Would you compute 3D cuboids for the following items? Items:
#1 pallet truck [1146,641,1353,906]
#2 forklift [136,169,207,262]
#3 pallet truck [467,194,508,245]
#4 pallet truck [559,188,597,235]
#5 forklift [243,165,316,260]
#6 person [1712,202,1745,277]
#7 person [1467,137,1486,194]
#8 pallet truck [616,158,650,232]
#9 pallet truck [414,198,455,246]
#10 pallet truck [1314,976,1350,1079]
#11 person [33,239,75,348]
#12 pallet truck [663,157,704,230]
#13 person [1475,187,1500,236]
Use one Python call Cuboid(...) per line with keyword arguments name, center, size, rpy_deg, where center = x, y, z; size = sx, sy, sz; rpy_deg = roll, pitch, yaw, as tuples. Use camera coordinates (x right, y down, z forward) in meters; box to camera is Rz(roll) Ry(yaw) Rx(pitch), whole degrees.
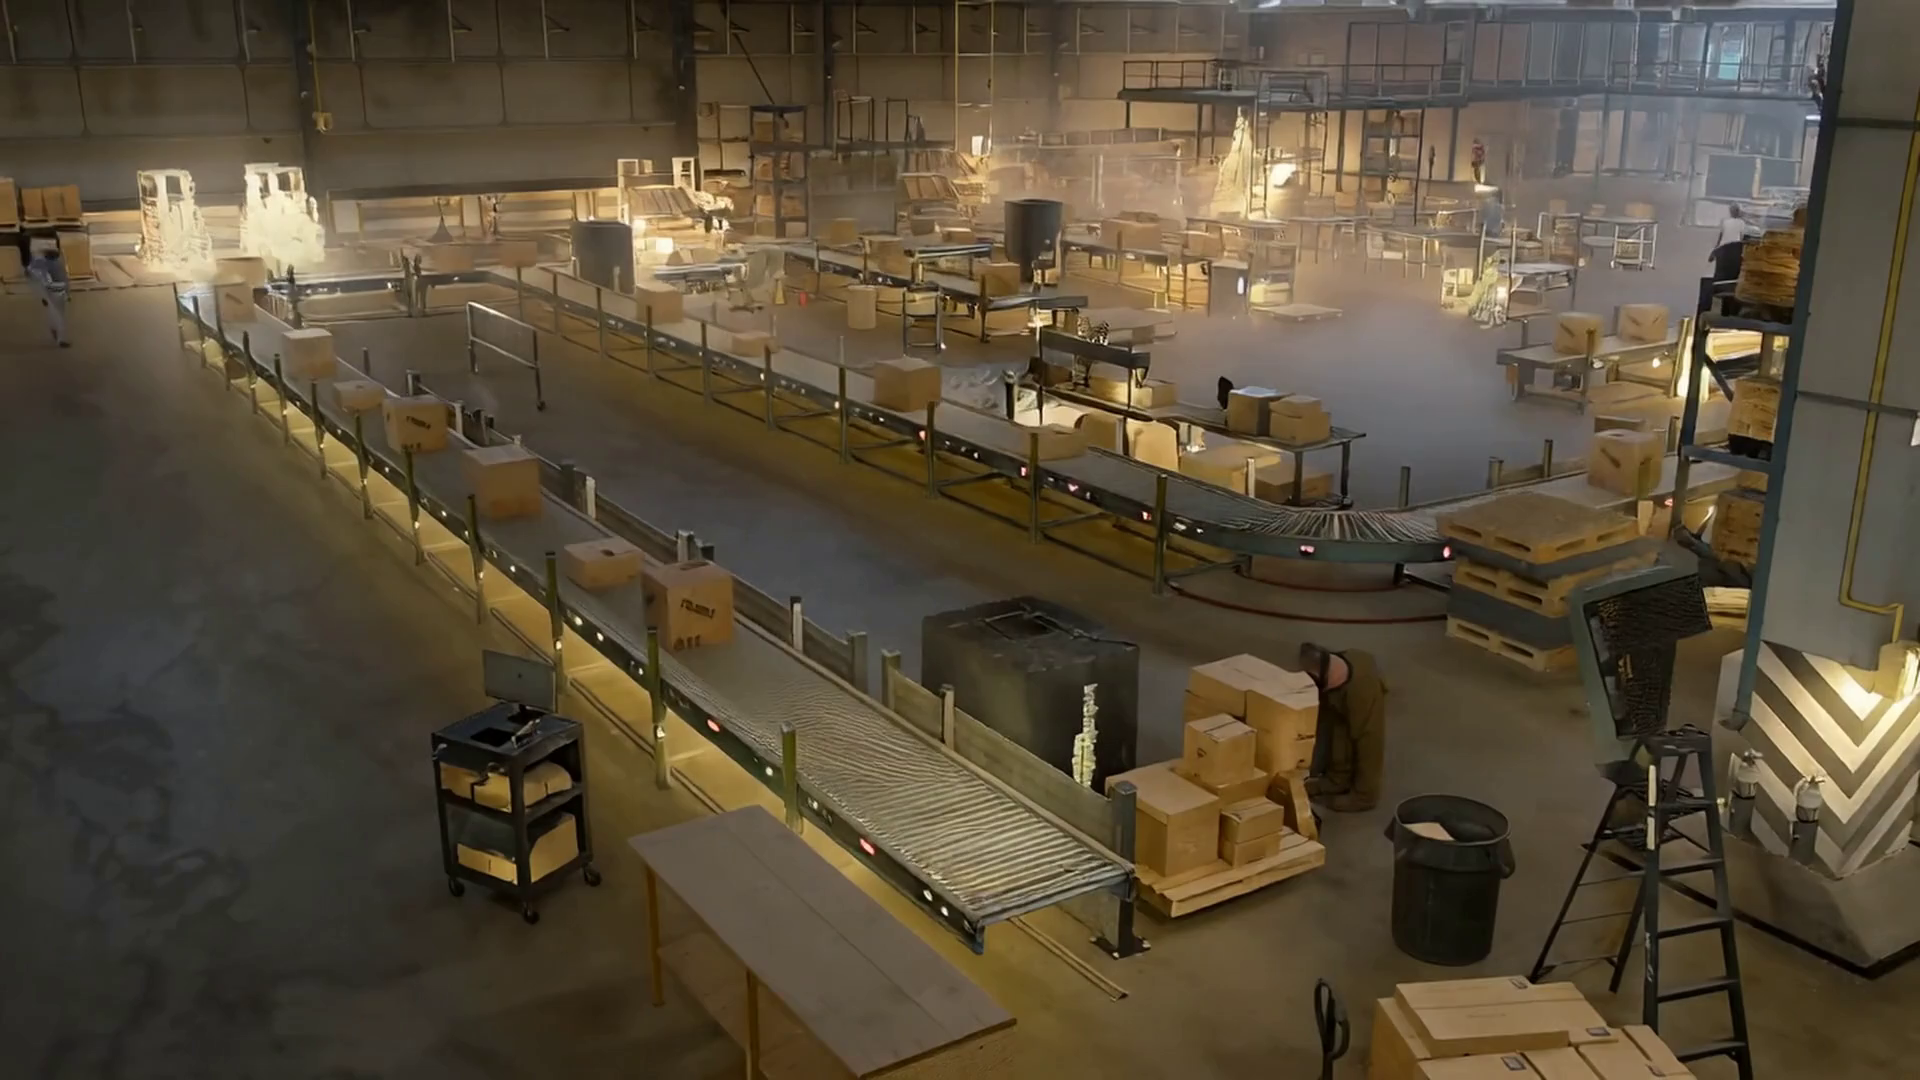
Cuboid(name="pallet truck", center=(1.664, 1.407, 10.232), size=(1.630, 1.274, 0.653), rpy_deg=(-10, 20, -31))
Cuboid(name="forklift", center=(-17.842, -7.318, 37.559), size=(1.157, 1.987, 2.680), rpy_deg=(-10, 20, -31))
Cuboid(name="pallet truck", center=(-11.983, -8.177, 42.137), size=(0.704, 1.261, 1.522), rpy_deg=(-11, 20, -33))
Cuboid(name="pallet truck", center=(-10.010, -8.652, 43.699), size=(0.653, 1.274, 1.630), rpy_deg=(-10, 20, -31))
Cuboid(name="forklift", center=(-15.898, -7.669, 38.708), size=(1.157, 1.987, 2.680), rpy_deg=(-11, 20, -33))
Cuboid(name="person", center=(15.523, -5.893, 33.592), size=(0.697, 1.849, 0.523), rpy_deg=(-14, 22, -38))
Cuboid(name="person", center=(17.226, -12.544, 55.687), size=(0.603, 1.859, 0.782), rpy_deg=(-6, 18, -20))
Cuboid(name="pallet truck", center=(-8.918, -9.176, 44.255), size=(0.823, 1.965, 1.885), rpy_deg=(-9, 19, -27))
Cuboid(name="pallet truck", center=(-13.250, -8.060, 41.856), size=(0.680, 1.201, 1.601), rpy_deg=(-10, 20, -31))
Cuboid(name="pallet truck", center=(2.299, 2.390, 7.086), size=(1.601, 1.201, 0.680), rpy_deg=(-2, 17, -7))
Cuboid(name="person", center=(-15.064, -4.099, 27.667), size=(0.457, 1.818, 0.596), rpy_deg=(7, 18, 21))
Cuboid(name="pallet truck", center=(-7.586, -9.308, 44.692), size=(0.823, 1.965, 1.885), rpy_deg=(-11, 20, -33))
Cuboid(name="person", center=(12.000, -7.152, 37.913), size=(0.523, 1.769, 0.324), rpy_deg=(14, 22, 39))
